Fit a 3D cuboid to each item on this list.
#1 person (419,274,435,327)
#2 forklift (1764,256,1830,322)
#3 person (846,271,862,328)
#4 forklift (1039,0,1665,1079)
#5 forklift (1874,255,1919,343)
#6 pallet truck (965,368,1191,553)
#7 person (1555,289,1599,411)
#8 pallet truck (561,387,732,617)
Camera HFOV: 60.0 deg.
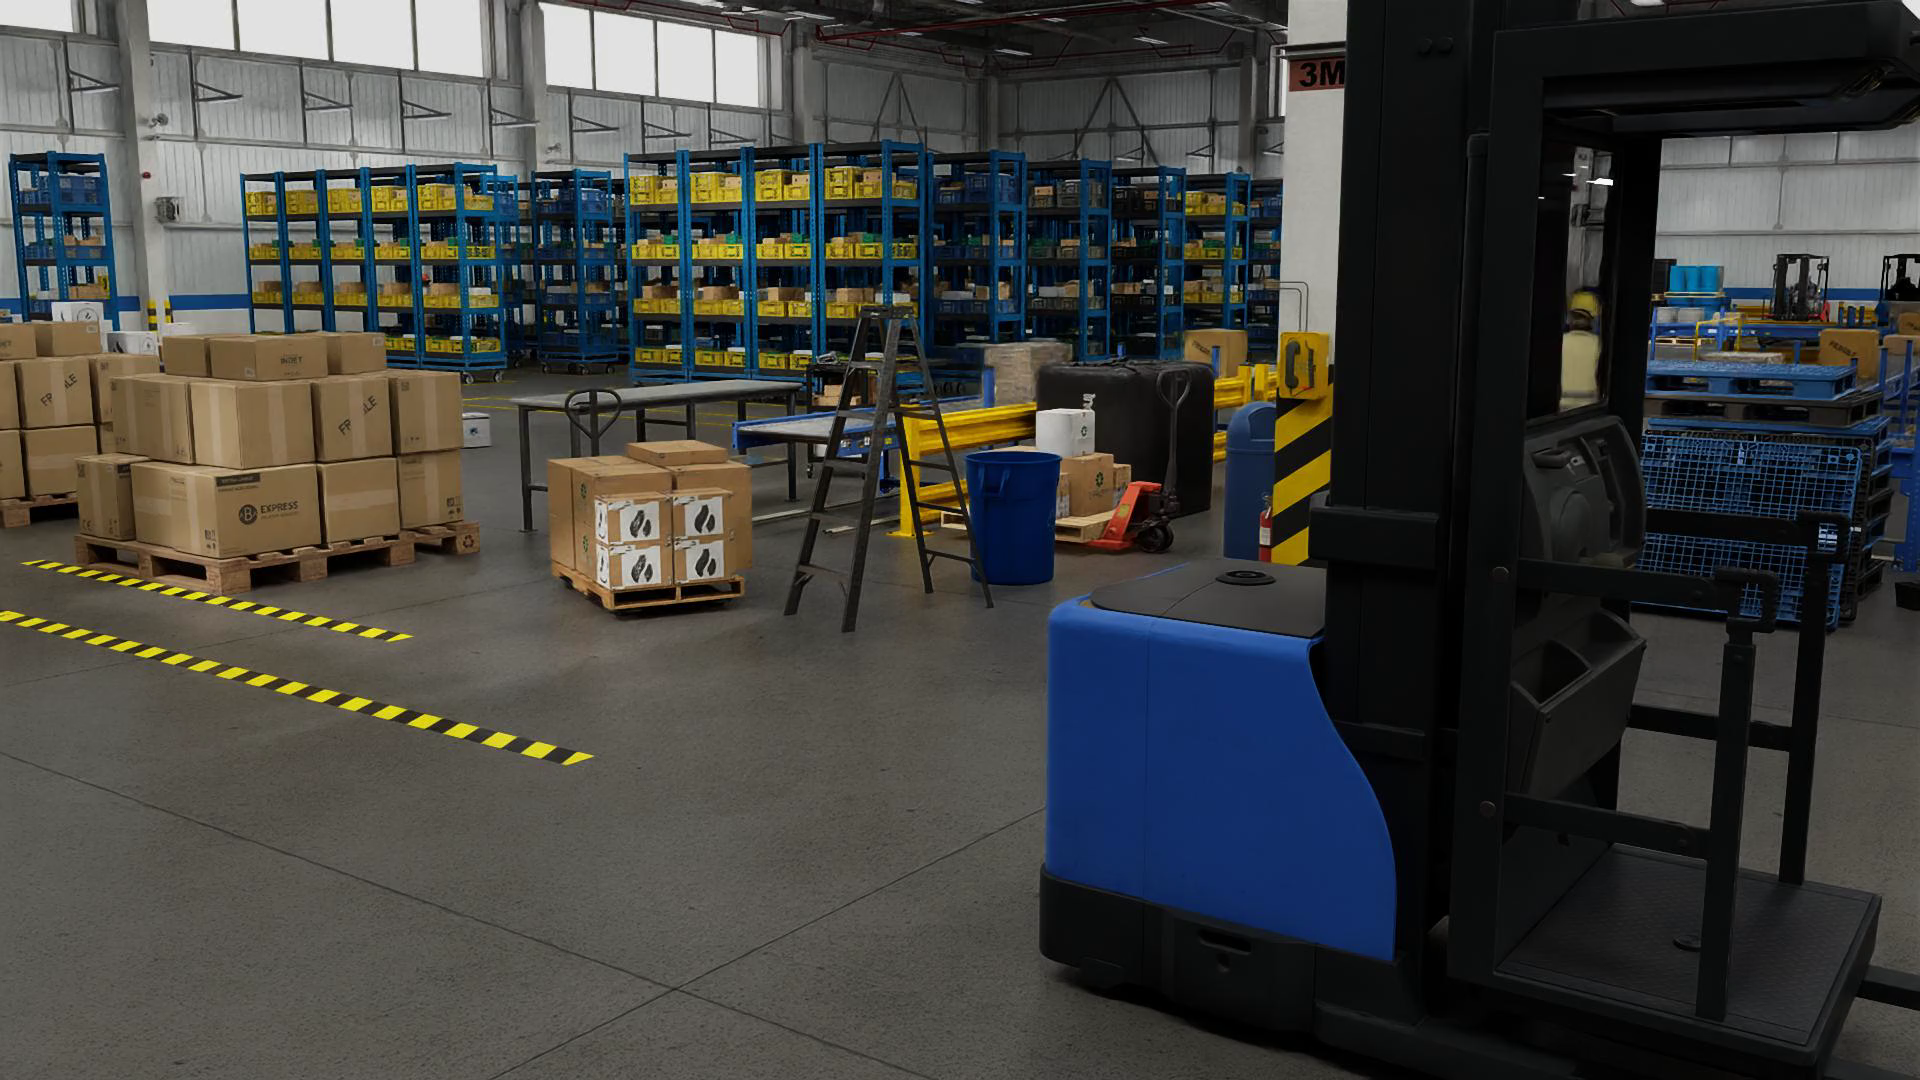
[{"bbox_3d":[-11.565,-4.894,36.079,0.359,1.743,0.563,4,10,24],"label":"person"},{"bbox_3d":[20.253,-5.854,40.139,1.157,1.987,2.680,7,12,35],"label":"forklift"},{"bbox_3d":[-2.092,-4.604,33.484,0.399,2.033,0.605,-1,10,-7],"label":"person"},{"bbox_3d":[1.249,-0.137,4.360,1.873,2.768,1.129,7,12,35],"label":"forklift"},{"bbox_3d":[22.089,-5.634,38.796,1.157,1.987,2.680,6,11,33],"label":"forklift"},{"bbox_3d":[0.845,-0.609,11.869,1.630,1.274,0.653,7,12,35],"label":"pallet truck"},{"bbox_3d":[4.600,-0.970,12.499,0.601,1.814,0.414,2,10,15],"label":"person"},{"bbox_3d":[-1.981,-0.274,10.088,0.680,1.201,1.601,-5,11,-28],"label":"pallet truck"}]
